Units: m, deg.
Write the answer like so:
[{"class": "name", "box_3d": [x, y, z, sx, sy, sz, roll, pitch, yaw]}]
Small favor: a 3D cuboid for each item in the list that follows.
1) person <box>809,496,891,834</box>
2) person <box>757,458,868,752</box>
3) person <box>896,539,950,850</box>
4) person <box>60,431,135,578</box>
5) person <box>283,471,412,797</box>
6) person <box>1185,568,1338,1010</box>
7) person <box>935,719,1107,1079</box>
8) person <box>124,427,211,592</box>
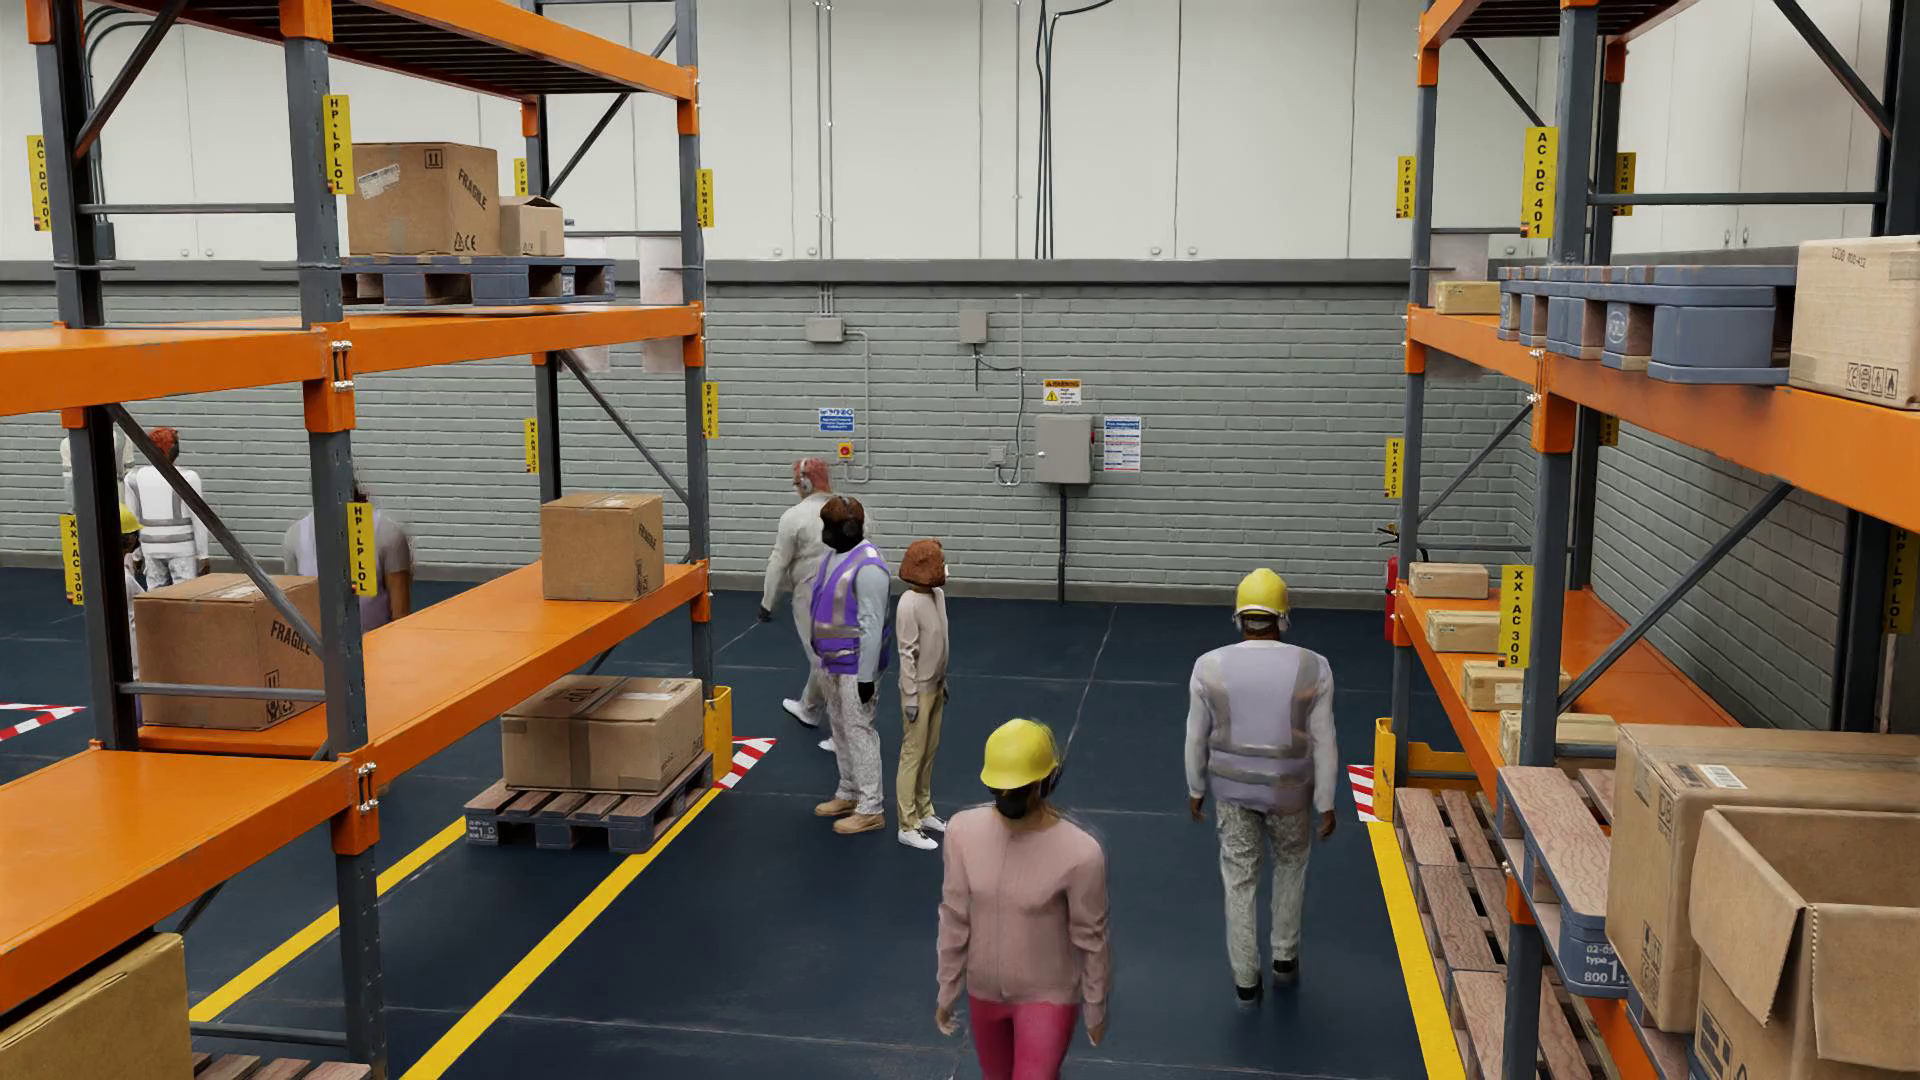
[{"class": "person", "box_3d": [-0.597, 0.668, 9.033, 0.430, 1.832, 0.642, -4, 10, -24]}, {"class": "person", "box_3d": [-0.938, 0.399, 10.636, 0.960, 1.847, 0.633, 9, 13, 43]}, {"class": "person", "box_3d": [-0.184, 0.799, 8.811, 0.273, 1.635, 0.507, 3, 10, 20]}, {"class": "person", "box_3d": [-7.710, -0.337, 14.925, 0.590, 1.926, 0.388, -6, 11, -34]}, {"class": "person", "box_3d": [-3.421, 0.519, 9.293, 0.697, 2.000, 0.918, -2, 9, -12]}, {"class": "person", "box_3d": [1.260, 1.007, 6.968, 0.628, 1.811, 0.652, 2, 9, 13]}, {"class": "person", "box_3d": [0.222, 1.351, 5.114, 0.510, 1.727, 0.841, 5, 10, 28]}, {"class": "person", "box_3d": [-5.877, 0.098, 12.373, 0.585, 1.882, 0.337, 0, 9, 1]}]
